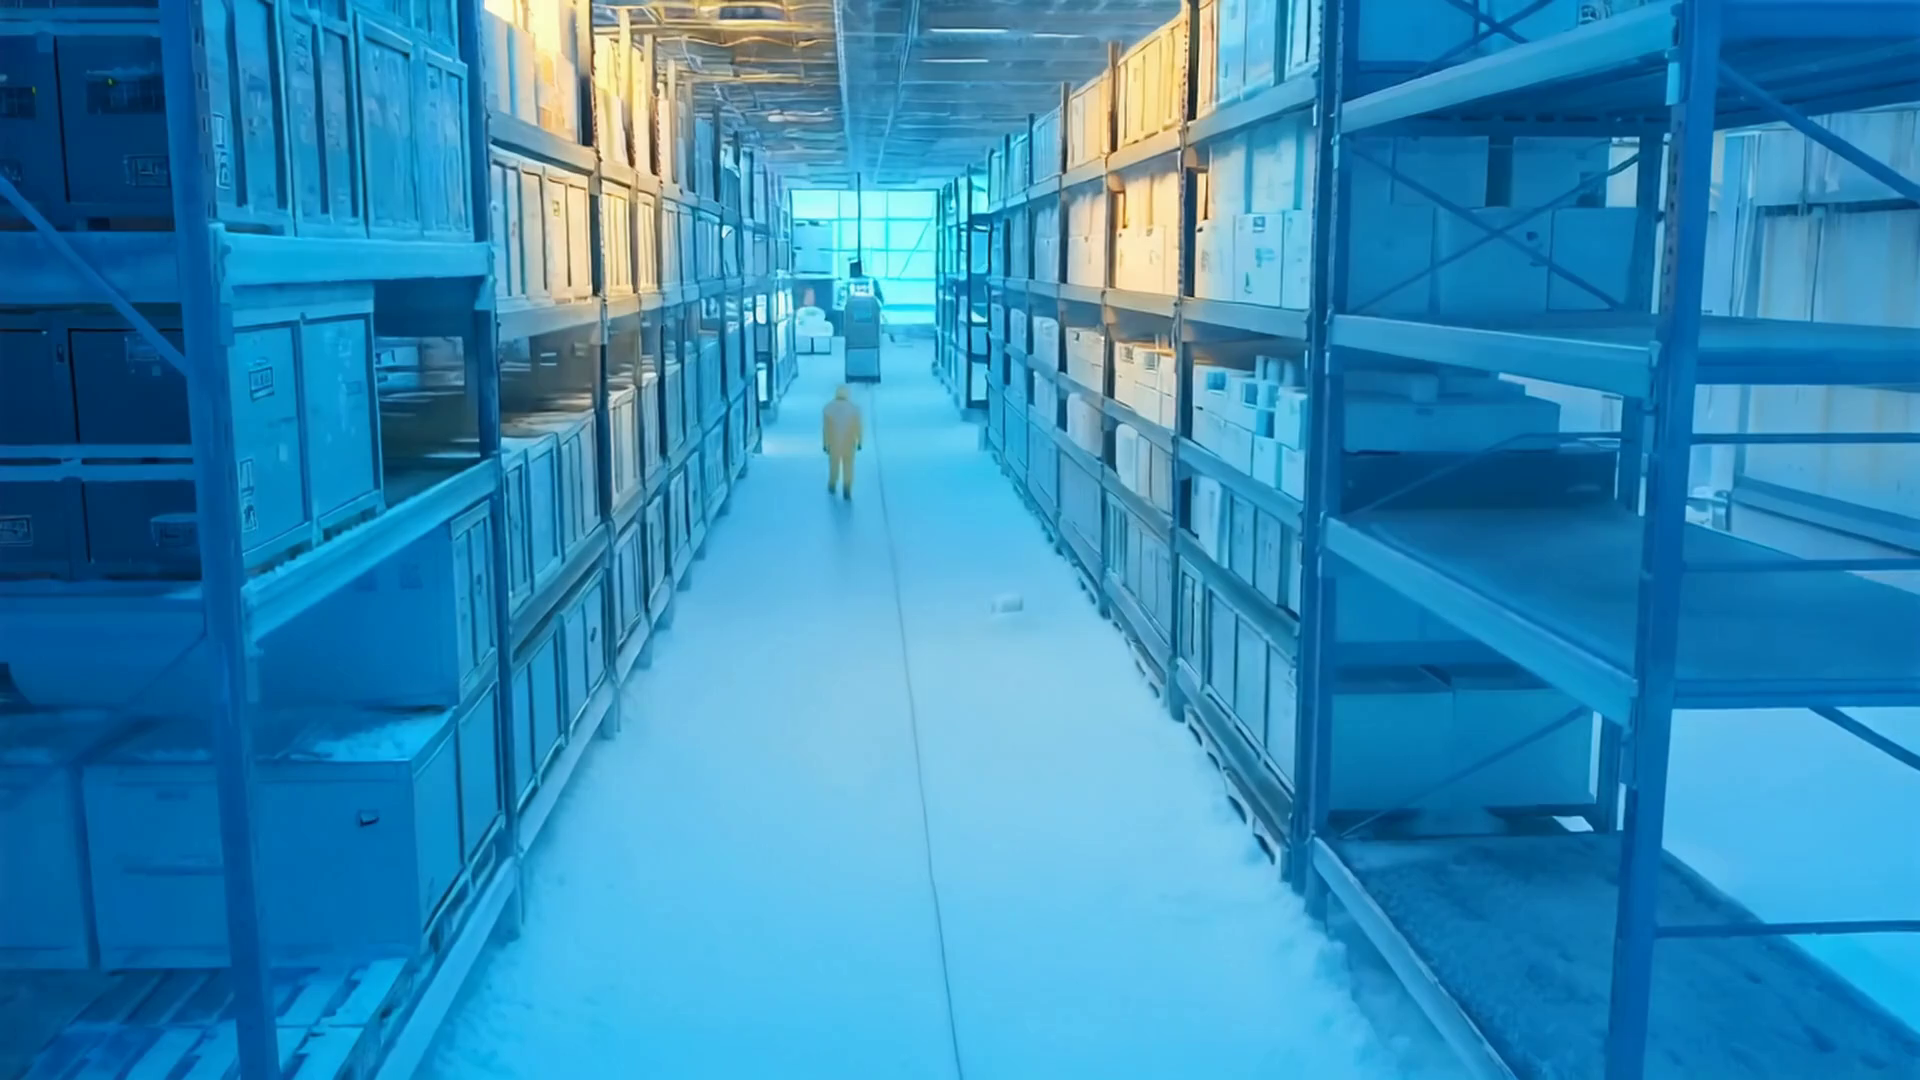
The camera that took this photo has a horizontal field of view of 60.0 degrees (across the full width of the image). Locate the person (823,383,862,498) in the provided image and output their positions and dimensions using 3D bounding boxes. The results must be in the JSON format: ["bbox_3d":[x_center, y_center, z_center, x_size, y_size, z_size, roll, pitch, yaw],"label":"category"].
[{"bbox_3d":[-1.943,-1.641,27.300,0.673,1.856,0.991,-2,10,-13],"label":"person"}]

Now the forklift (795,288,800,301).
[{"bbox_3d":[-8.225,-11.092,80.725,1.129,2.768,1.873,-6,11,-31],"label":"forklift"}]

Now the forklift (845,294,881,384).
[{"bbox_3d":[-3.067,-6.336,52.315,1.129,2.768,1.873,-1,10,-4],"label":"forklift"}]
